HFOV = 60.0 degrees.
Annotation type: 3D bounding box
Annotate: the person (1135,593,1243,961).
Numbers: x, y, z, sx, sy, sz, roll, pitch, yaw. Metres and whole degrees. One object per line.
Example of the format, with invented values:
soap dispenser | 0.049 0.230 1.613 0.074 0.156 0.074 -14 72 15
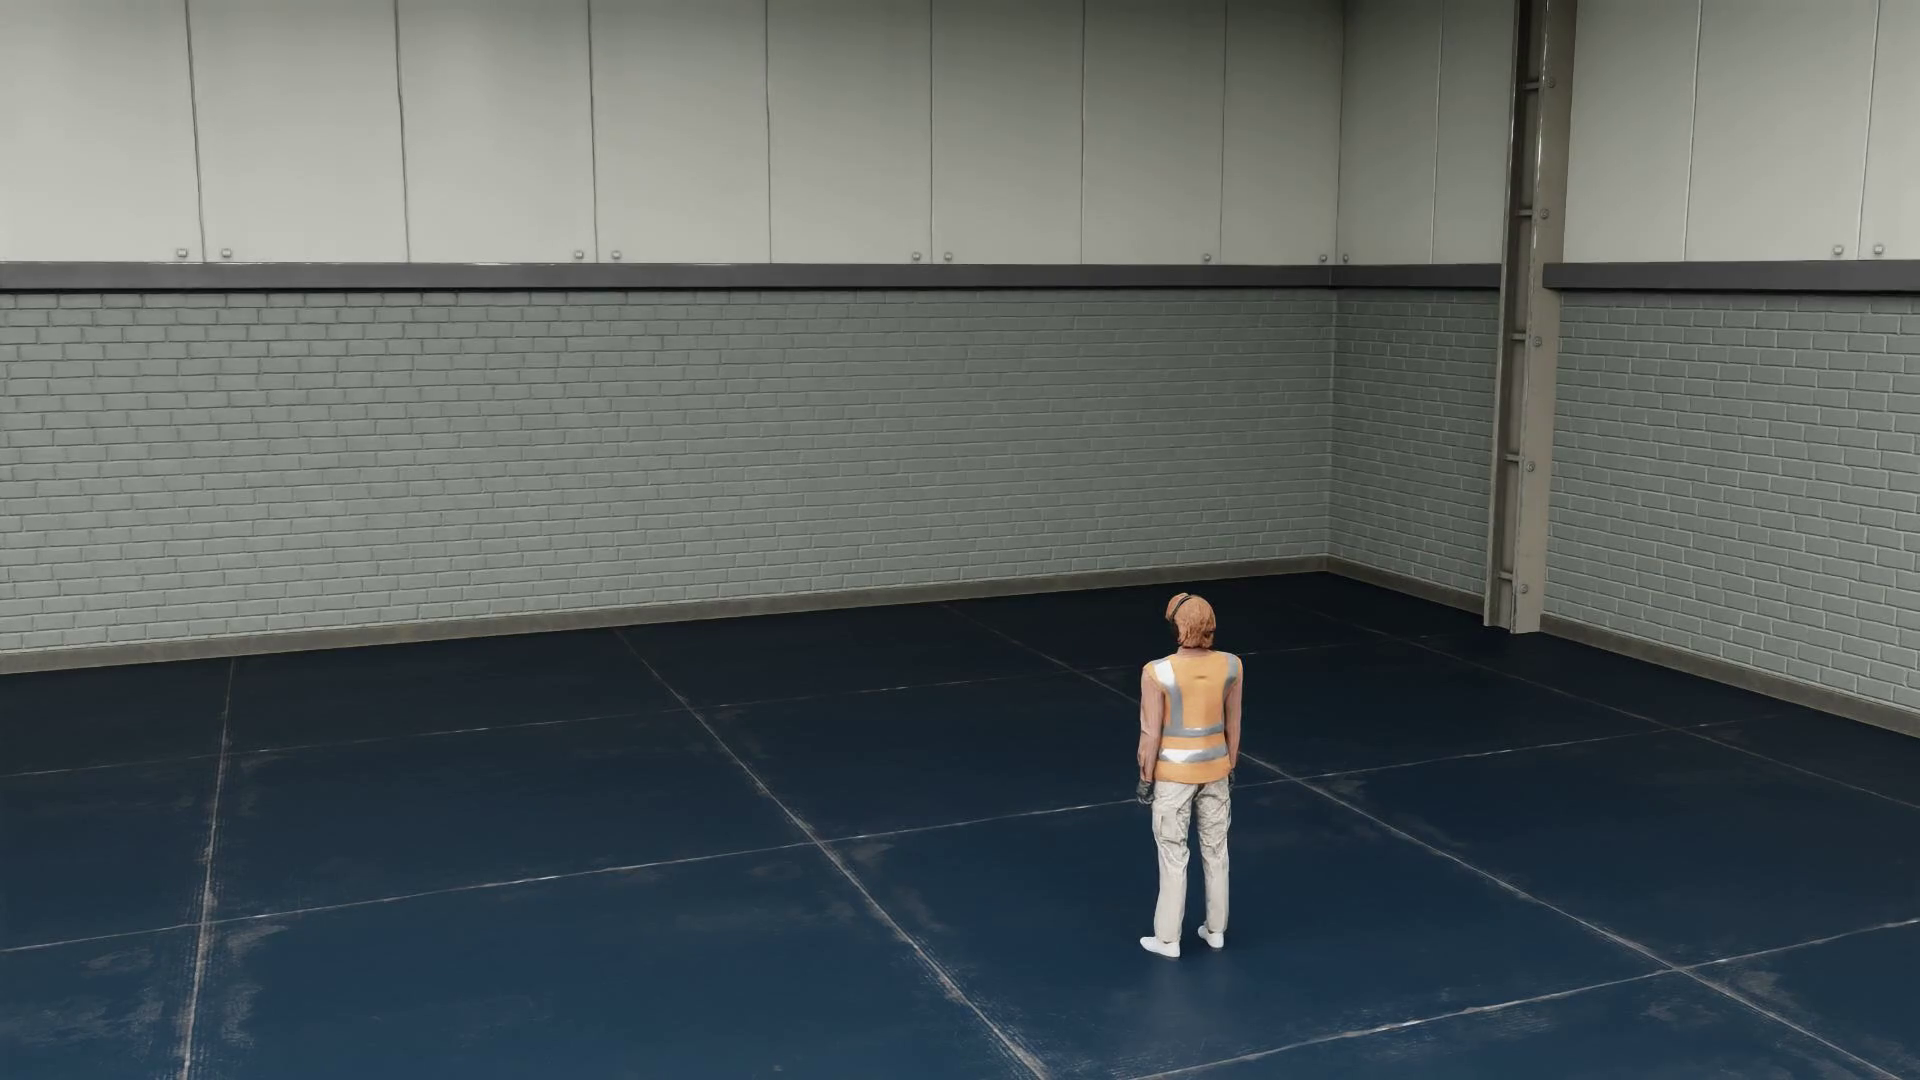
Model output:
person | 1.019 1.049 7.385 0.515 1.641 0.309 -4 10 -23
